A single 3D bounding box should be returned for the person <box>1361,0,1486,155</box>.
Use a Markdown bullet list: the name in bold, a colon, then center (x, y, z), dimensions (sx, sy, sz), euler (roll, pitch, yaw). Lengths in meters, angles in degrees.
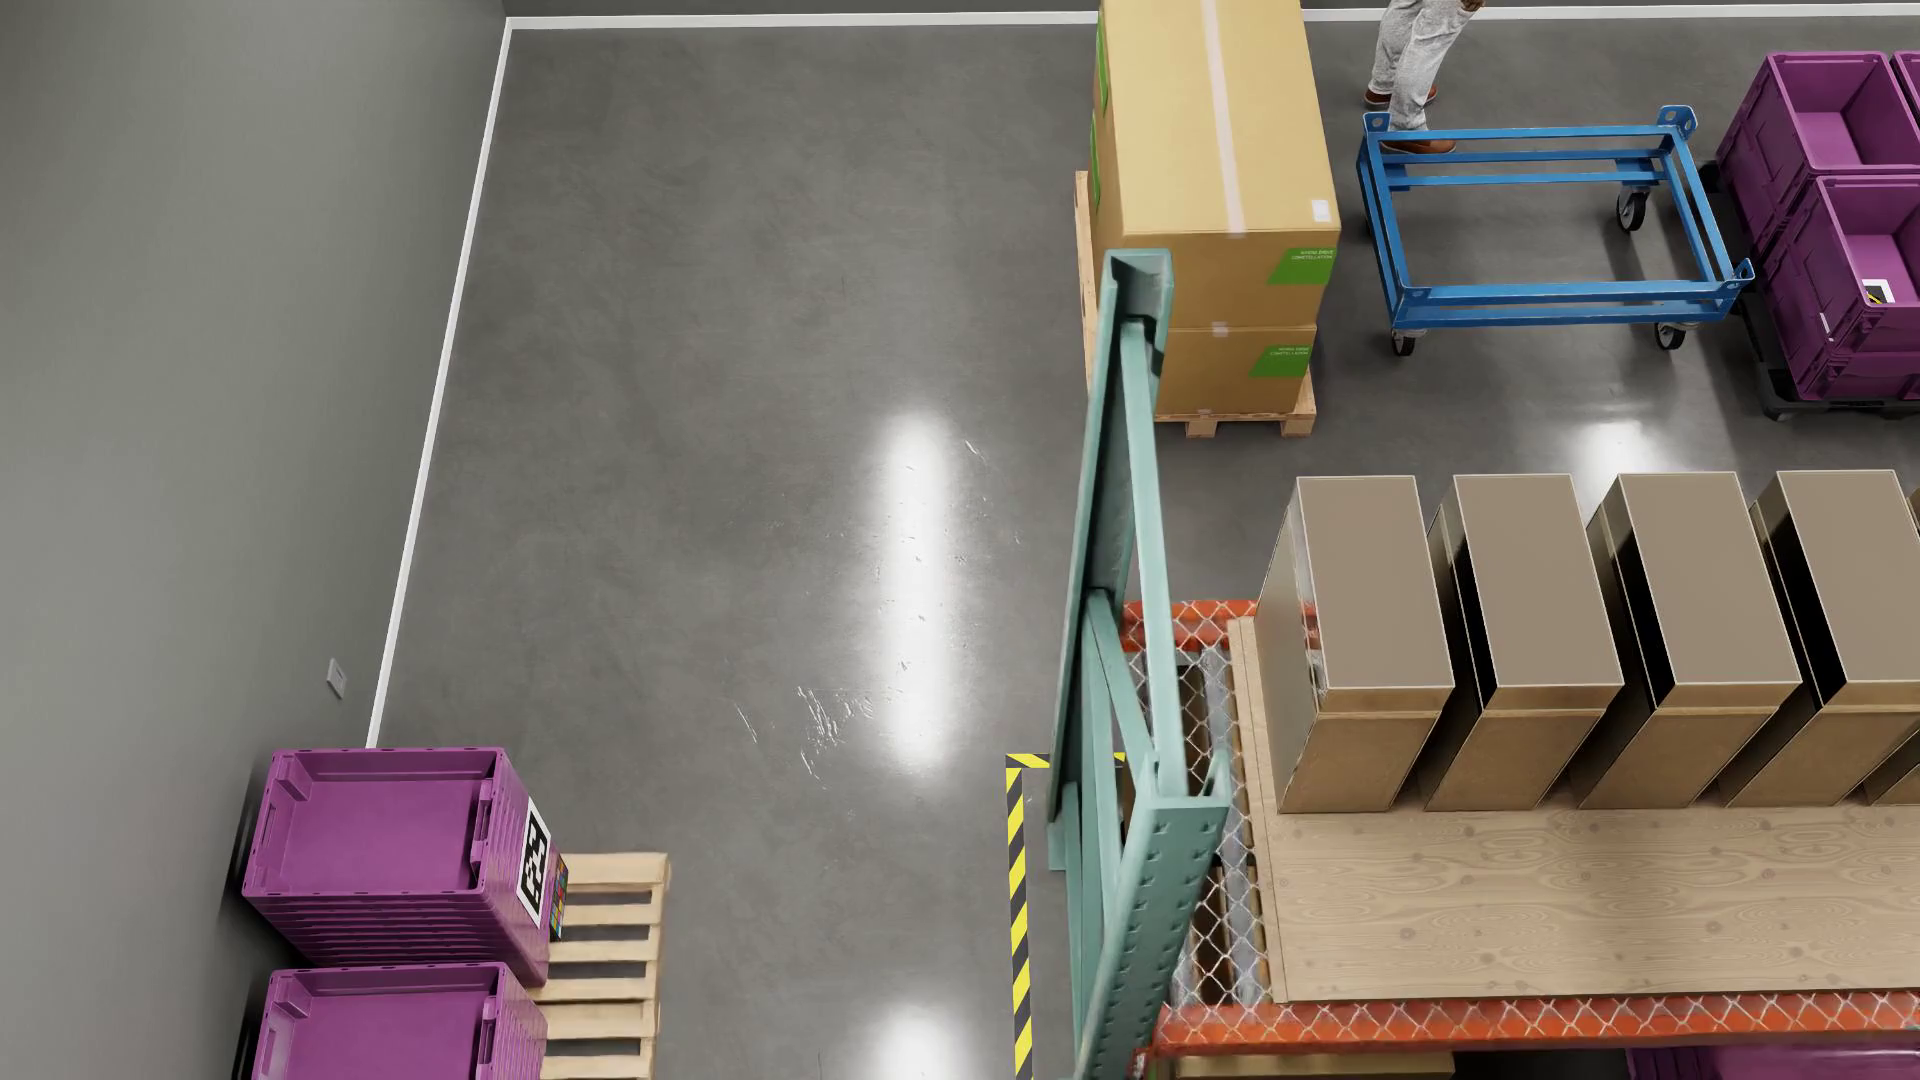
- **person**: center (1.834, -2.243, 6.078), dimensions (0.352, 1.937, 0.635), euler (-3, 58, -2)
